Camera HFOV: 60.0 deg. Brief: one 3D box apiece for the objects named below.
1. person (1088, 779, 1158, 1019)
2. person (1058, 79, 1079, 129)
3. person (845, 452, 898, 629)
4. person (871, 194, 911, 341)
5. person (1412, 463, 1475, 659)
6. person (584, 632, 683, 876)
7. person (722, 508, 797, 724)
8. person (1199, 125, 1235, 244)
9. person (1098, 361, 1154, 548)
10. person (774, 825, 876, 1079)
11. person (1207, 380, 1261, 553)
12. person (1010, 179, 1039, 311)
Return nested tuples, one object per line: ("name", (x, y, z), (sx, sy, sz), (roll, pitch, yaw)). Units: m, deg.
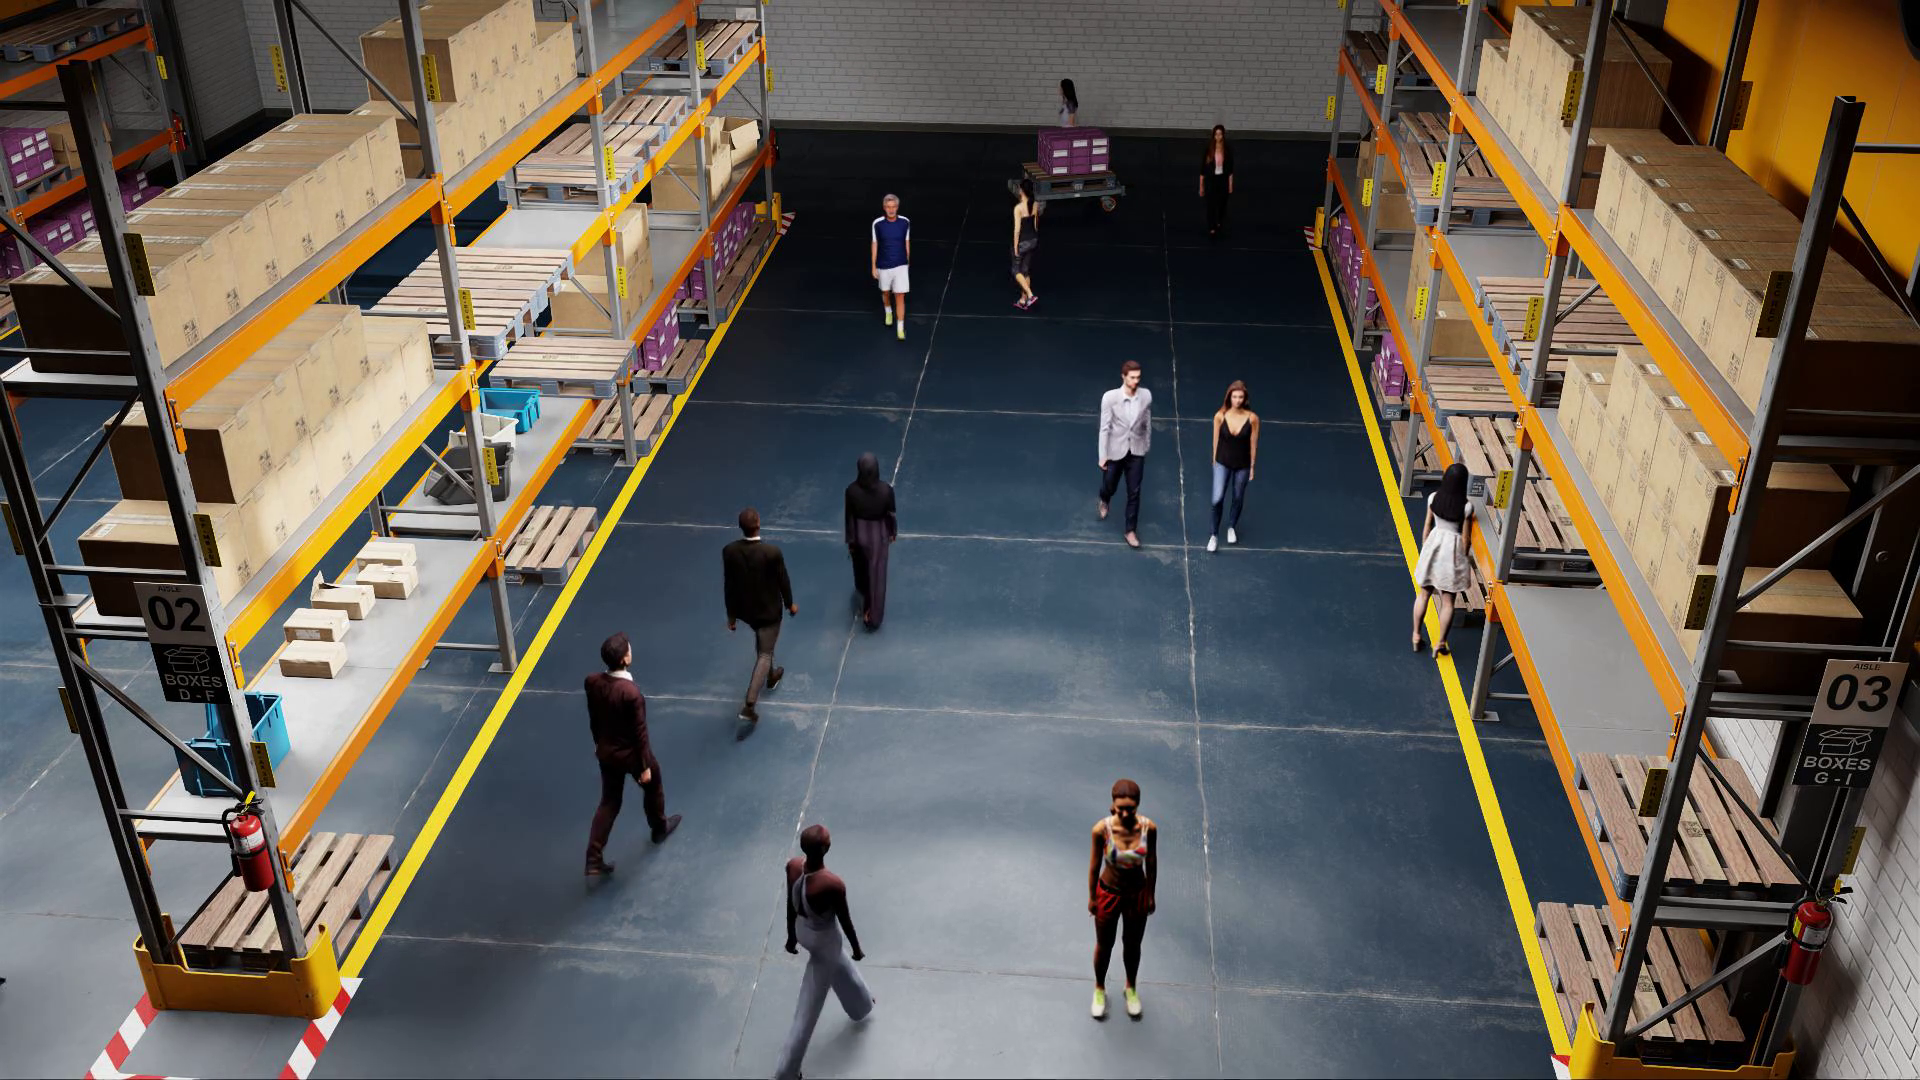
("person", (1.003, 2.206, 10.321), (0.605, 1.786, 0.566), (-2, 29, -3))
("person", (1.774, -6.407, 26.211), (0.812, 1.688, 0.935), (-5, 29, -9))
("person", (-0.790, 0.005, 14.544), (0.669, 1.605, 1.098), (0, 29, -1))
("person", (-0.862, -3.424, 20.640), (0.846, 1.786, 1.254), (-4, 29, -7))
("person", (4.095, 0.166, 14.078), (0.778, 1.769, 0.809), (20, 35, 32))
("person", (-2.381, 1.513, 11.524), (1.005, 1.849, 1.292), (14, 32, 24))
("person", (-1.627, 0.628, 13.238), (0.848, 1.762, 1.248), (10, 30, 17))
("person", (3.690, -5.139, 23.873), (0.642, 1.701, 0.612), (3, 29, 6))
("person", (1.549, -0.877, 15.921), (0.835, 1.834, 1.043), (-5, 29, -9))
("person", (-0.888, 2.491, 9.857), (1.021, 1.729, 1.212), (21, 35, 33))
("person", (2.604, -0.758, 15.839), (0.585, 1.703, 0.720), (3, 29, 6))
("person", (0.889, -3.748, 21.309), (0.783, 1.715, 0.849), (-20, 35, -33))
